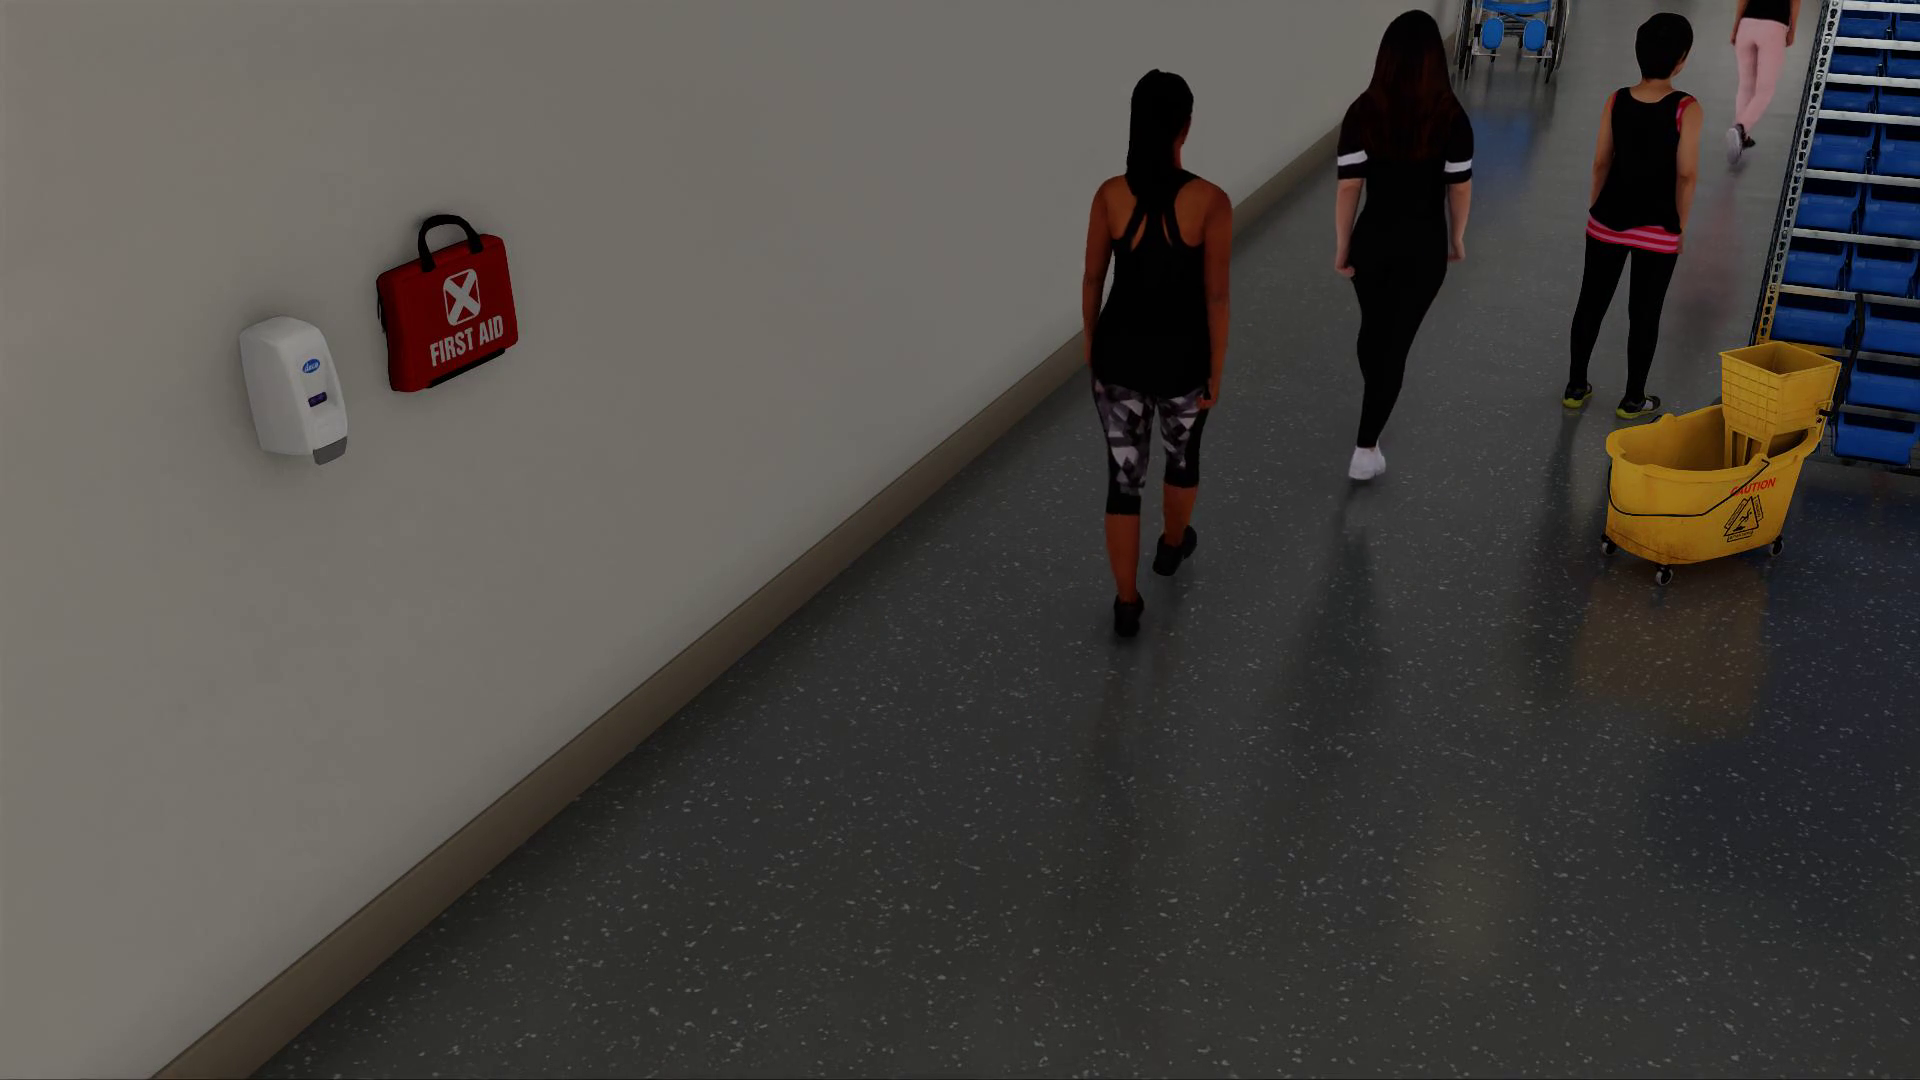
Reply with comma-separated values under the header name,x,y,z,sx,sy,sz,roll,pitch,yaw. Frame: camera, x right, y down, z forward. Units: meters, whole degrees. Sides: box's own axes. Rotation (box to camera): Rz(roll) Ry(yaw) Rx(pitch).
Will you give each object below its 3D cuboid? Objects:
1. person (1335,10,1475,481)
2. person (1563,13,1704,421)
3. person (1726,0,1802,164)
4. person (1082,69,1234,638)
name,x,y,z,sx,sy,sz,roll,pitch,yaw
person,1.536,-0.983,5.871,1.041,1.587,0.666,11,28,22
person,2.620,-1.245,6.454,0.526,1.553,0.651,21,33,37
person,4.998,-3.144,10.398,0.941,1.548,0.767,22,33,37
person,0.537,-0.492,4.790,0.870,1.643,0.738,7,27,14
